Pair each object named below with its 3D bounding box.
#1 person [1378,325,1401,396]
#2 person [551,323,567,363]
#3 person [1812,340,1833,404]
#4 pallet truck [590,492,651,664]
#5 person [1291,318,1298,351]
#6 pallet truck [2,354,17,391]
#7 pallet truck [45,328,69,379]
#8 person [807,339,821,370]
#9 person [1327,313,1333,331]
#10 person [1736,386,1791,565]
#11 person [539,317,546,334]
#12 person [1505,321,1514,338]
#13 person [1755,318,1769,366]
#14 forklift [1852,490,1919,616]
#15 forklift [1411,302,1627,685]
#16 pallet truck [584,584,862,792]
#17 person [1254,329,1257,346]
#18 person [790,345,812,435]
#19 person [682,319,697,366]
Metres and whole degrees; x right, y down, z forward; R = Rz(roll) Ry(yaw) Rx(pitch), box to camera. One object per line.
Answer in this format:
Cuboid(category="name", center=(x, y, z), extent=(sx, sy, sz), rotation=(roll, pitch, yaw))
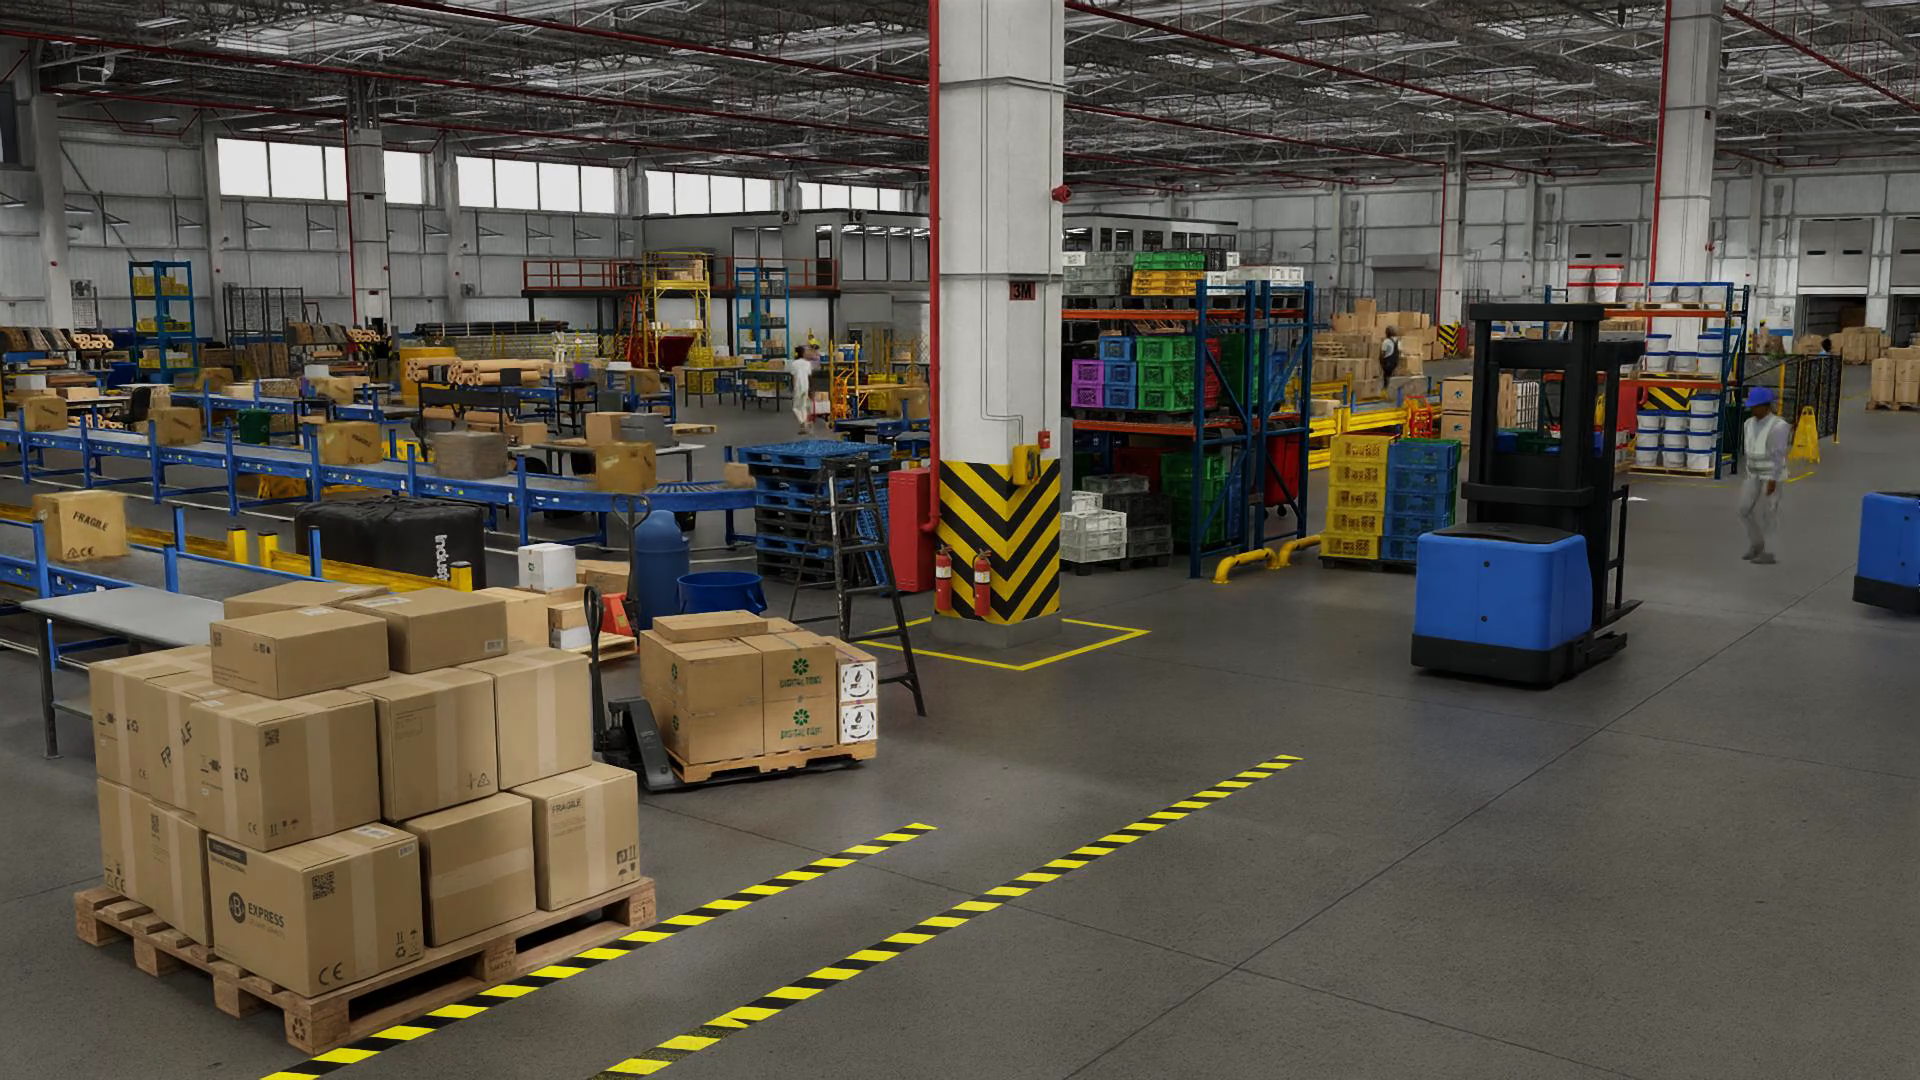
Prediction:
Cuboid(category="person", center=(12.066, -5.011, 46.499), extent=(0.680, 2.000, 0.896), rotation=(-7, 11, -40))
Cuboid(category="person", center=(-13.750, -6.502, 57.082), extent=(0.347, 1.879, 0.584), rotation=(6, 11, 37))
Cuboid(category="person", center=(22.687, -4.412, 43.717), extent=(0.413, 1.665, 0.541), rotation=(6, 10, 35))
Cuboid(category="pallet truck", center=(-3.115, 0.344, 12.883), extent=(0.653, 1.274, 1.630), rotation=(7, 11, 37))
Cuboid(category="person", center=(16.921, -10.402, 83.979), extent=(0.315, 1.700, 0.541), rotation=(6, 11, 37))
Cuboid(category="pallet truck", center=(-24.881, -4.417, 42.634), extent=(1.885, 1.965, 0.823), rotation=(8, 11, 41))
Cuboid(category="pallet truck", center=(-23.775, -4.544, 43.495), extent=(1.885, 1.965, 0.823), rotation=(6, 10, 35))
Cuboid(category="person", center=(-3.709, -4.202, 42.050), extent=(0.498, 1.744, 0.583), rotation=(5, 10, 28))
Cuboid(category="person", center=(19.035, -10.693, 85.300), extent=(0.598, 1.902, 0.607), rotation=(-4, 10, -28))
Cuboid(category="person", center=(8.545, -0.678, 17.724), extent=(0.500, 1.914, 0.616), rotation=(-3, 9, -20))
Cuboid(category="person", center=(-17.244, -8.277, 68.889), extent=(0.366, 1.926, 0.594), rotation=(6, 11, 37))
Cuboid(category="person", center=(23.879, -8.814, 72.285), extent=(0.381, 1.993, 0.622), rotation=(6, 11, 37))
Cuboid(category="person", center=(32.084, -7.902, 66.447), extent=(0.587, 1.911, 0.549), rotation=(-4, 9, -25))
Cuboid(category="forklift", center=(9.209, -0.738, 14.870), extent=(1.873, 2.768, 1.129), rotation=(-2, 9, -16))
Cuboid(category="forklift", center=(4.379, -0.438, 12.852), extent=(1.129, 2.768, 1.873), rotation=(7, 11, 37))
Cuboid(category="pallet truck", center=(-1.426, 0.805, 10.019), extent=(1.601, 1.201, 0.680), rotation=(-4, 9, -26))
Cuboid(category="person", center=(14.158, -9.833, 80.048), extent=(0.864, 1.734, 0.536), rotation=(1, 8, 6))
Cuboid(category="person", center=(-3.256, -3.046, 33.880), extent=(0.564, 1.850, 0.412), rotation=(-6, 10, -35))
Cuboid(category="person", center=(-10.649, -7.799, 65.794), extent=(0.754, 1.906, 0.558), rotation=(3, 9, 18))
